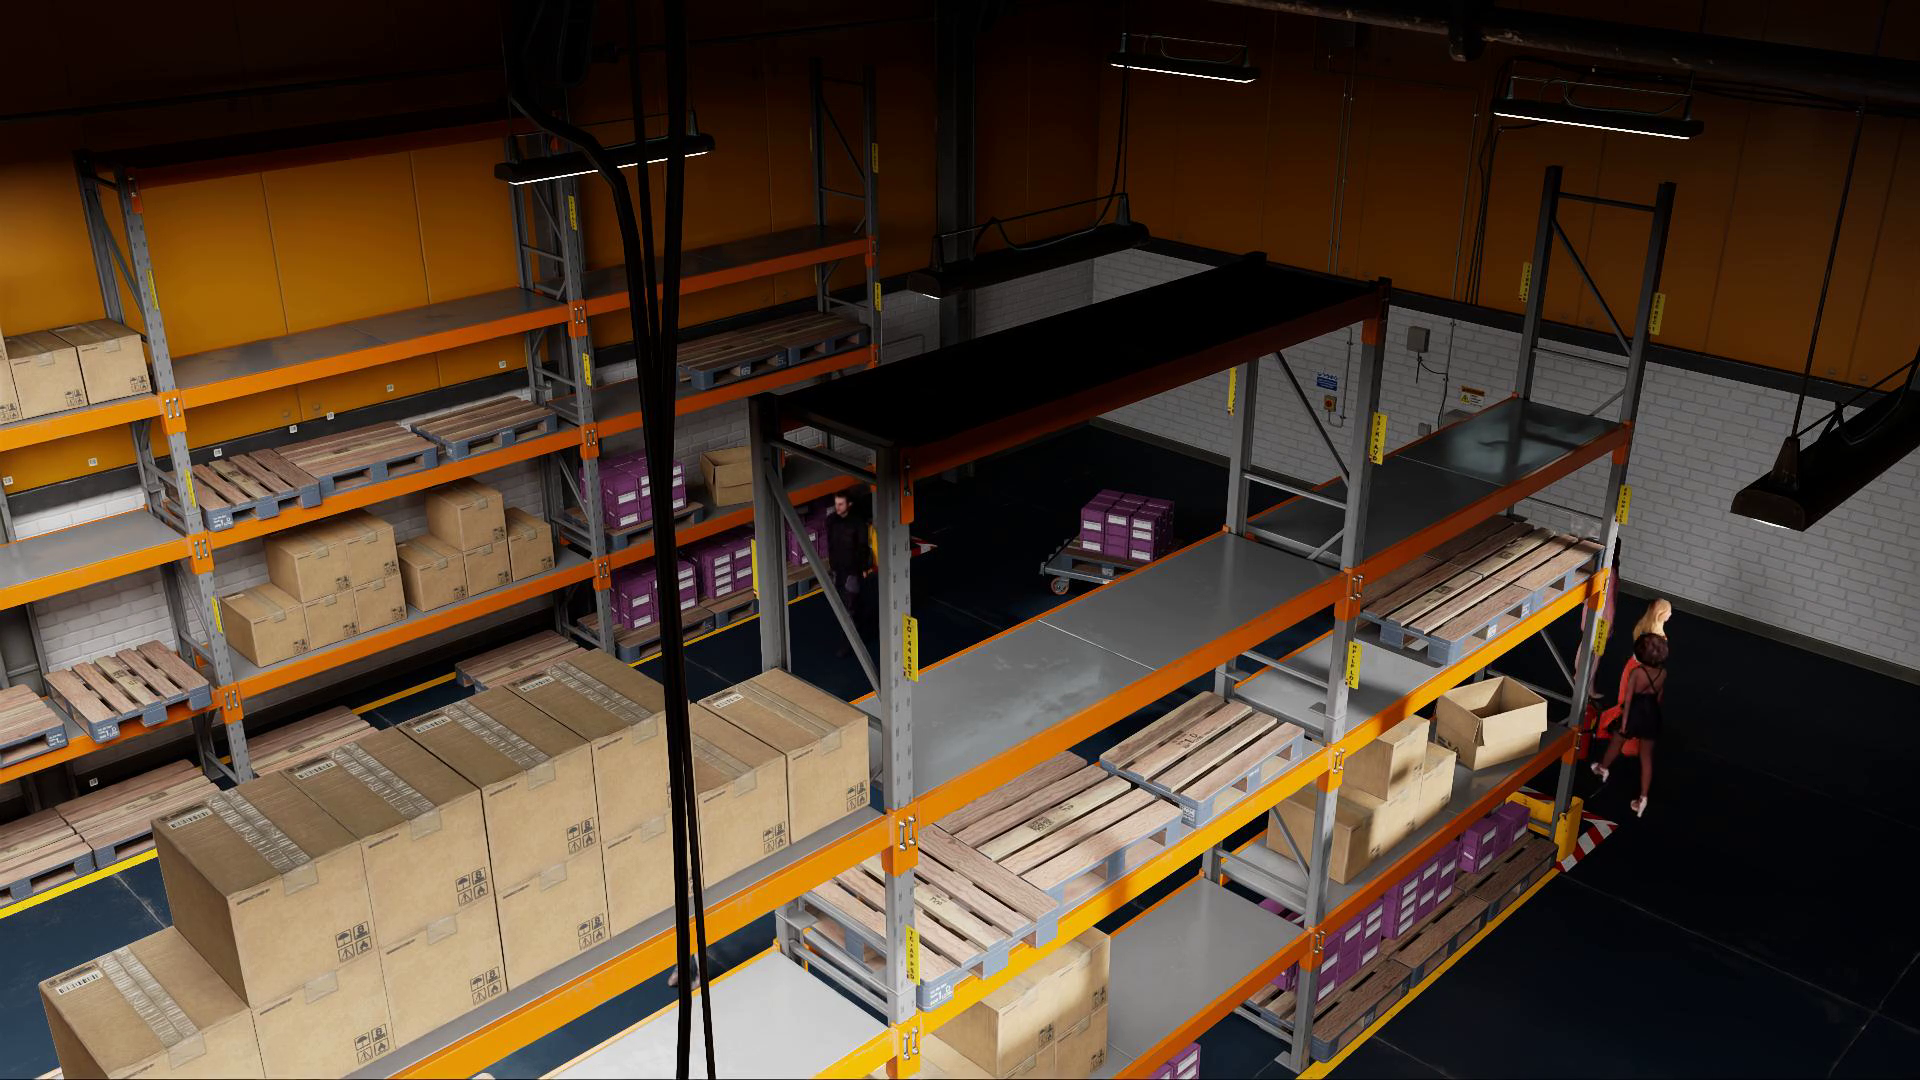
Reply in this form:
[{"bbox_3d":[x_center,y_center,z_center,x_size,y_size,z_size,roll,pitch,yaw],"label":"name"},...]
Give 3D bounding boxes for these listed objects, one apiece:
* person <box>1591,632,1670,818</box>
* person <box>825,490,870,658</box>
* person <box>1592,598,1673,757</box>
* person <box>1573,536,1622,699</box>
[{"bbox_3d":[6.268,1.721,15.239,1.003,1.759,1.026,-3,24,-6],"label":"person"},{"bbox_3d":[-1.210,0.309,18.302,0.876,1.893,1.135,12,26,26],"label":"person"},{"bbox_3d":[6.463,1.359,16.043,1.053,1.778,0.959,-3,24,-7],"label":"person"},{"bbox_3d":[6.640,0.787,17.322,0.706,1.803,0.687,-4,24,-9],"label":"person"}]
